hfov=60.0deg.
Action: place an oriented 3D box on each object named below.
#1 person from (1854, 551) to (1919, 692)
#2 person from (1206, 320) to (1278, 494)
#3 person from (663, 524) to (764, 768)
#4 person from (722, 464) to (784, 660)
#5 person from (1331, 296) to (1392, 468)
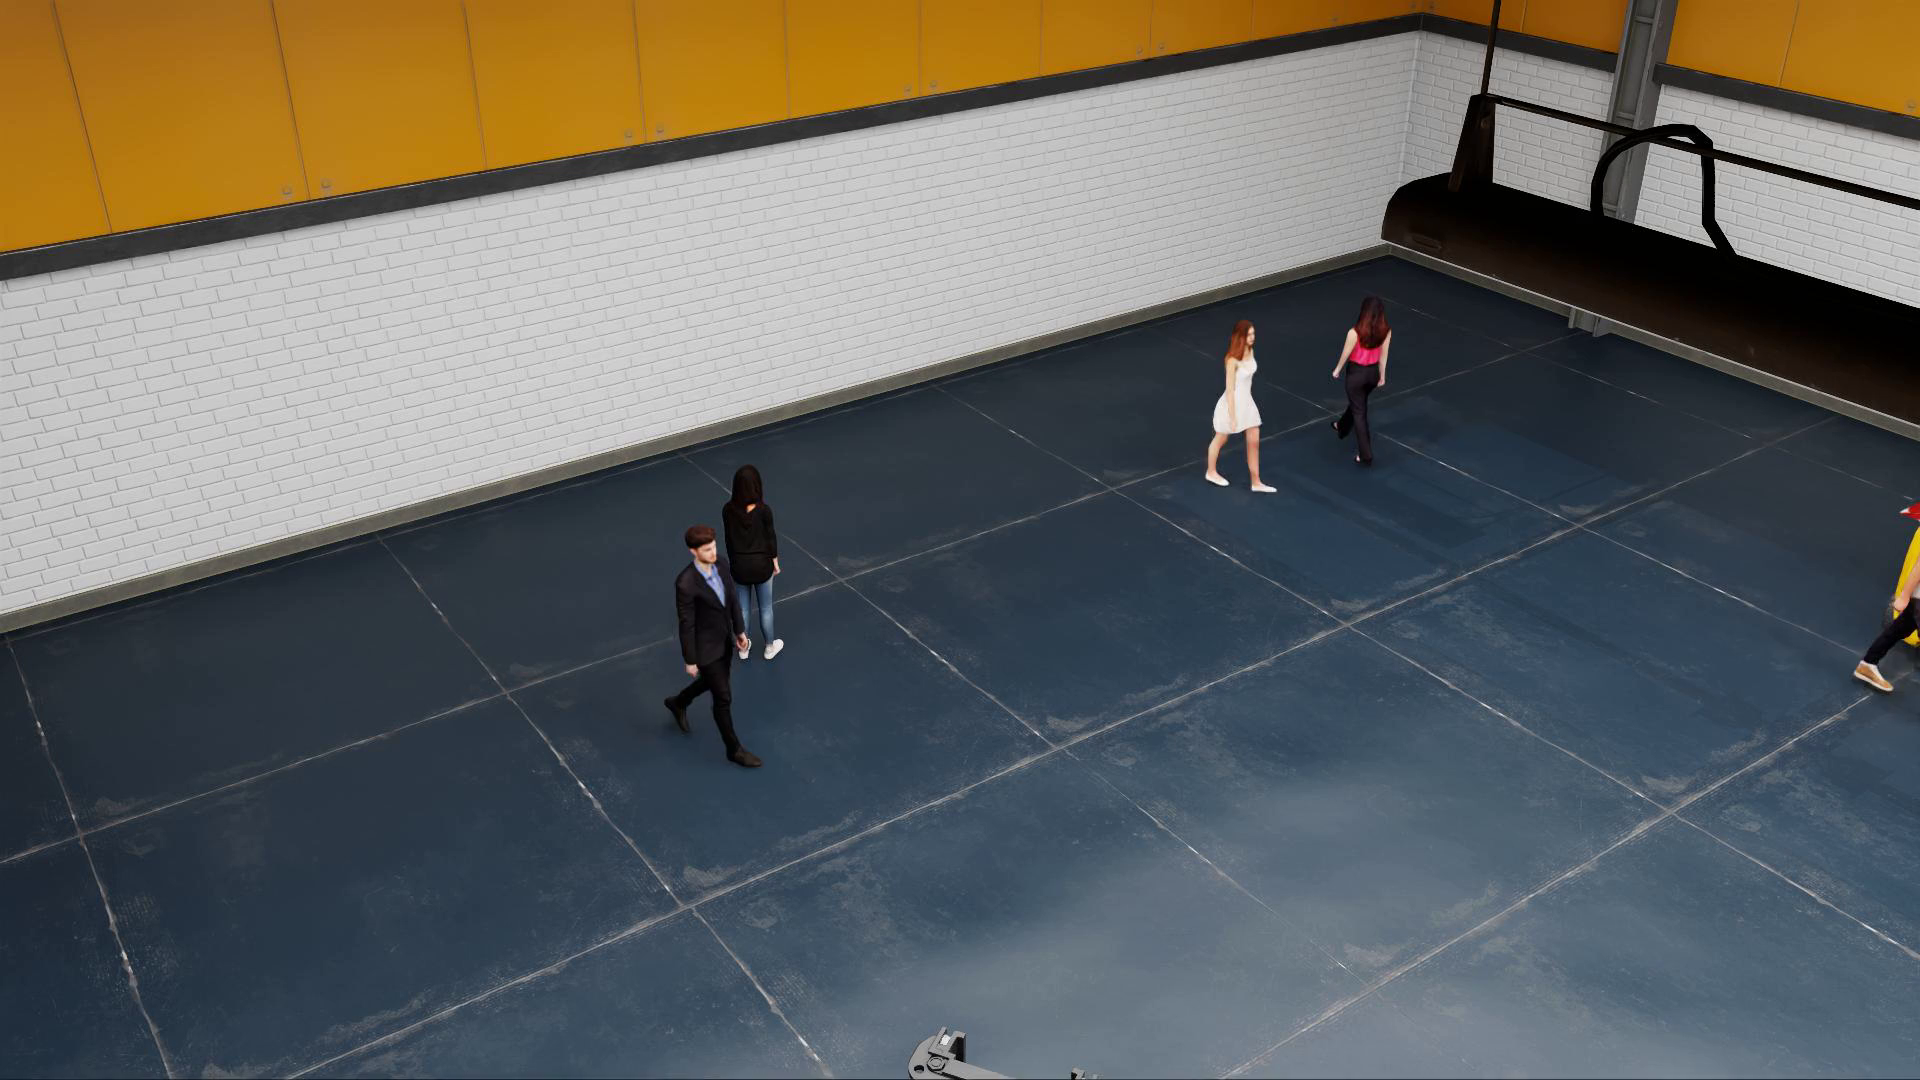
[{"bbox_3d":[7.058,0.362,12.259,0.681,1.846,1.169,-16,32,-27],"label":"person"},{"bbox_3d":[2.478,-1.251,15.388,0.682,1.681,1.002,-25,37,-38],"label":"person"},{"bbox_3d":[-1.792,0.696,11.625,1.236,1.866,1.038,13,31,23],"label":"person"},{"bbox_3d":[-1.606,0.173,12.813,0.643,1.647,0.693,3,29,5],"label":"person"},{"bbox_3d":[3.884,-1.485,15.894,0.777,1.607,1.167,-11,31,-20],"label":"person"}]
